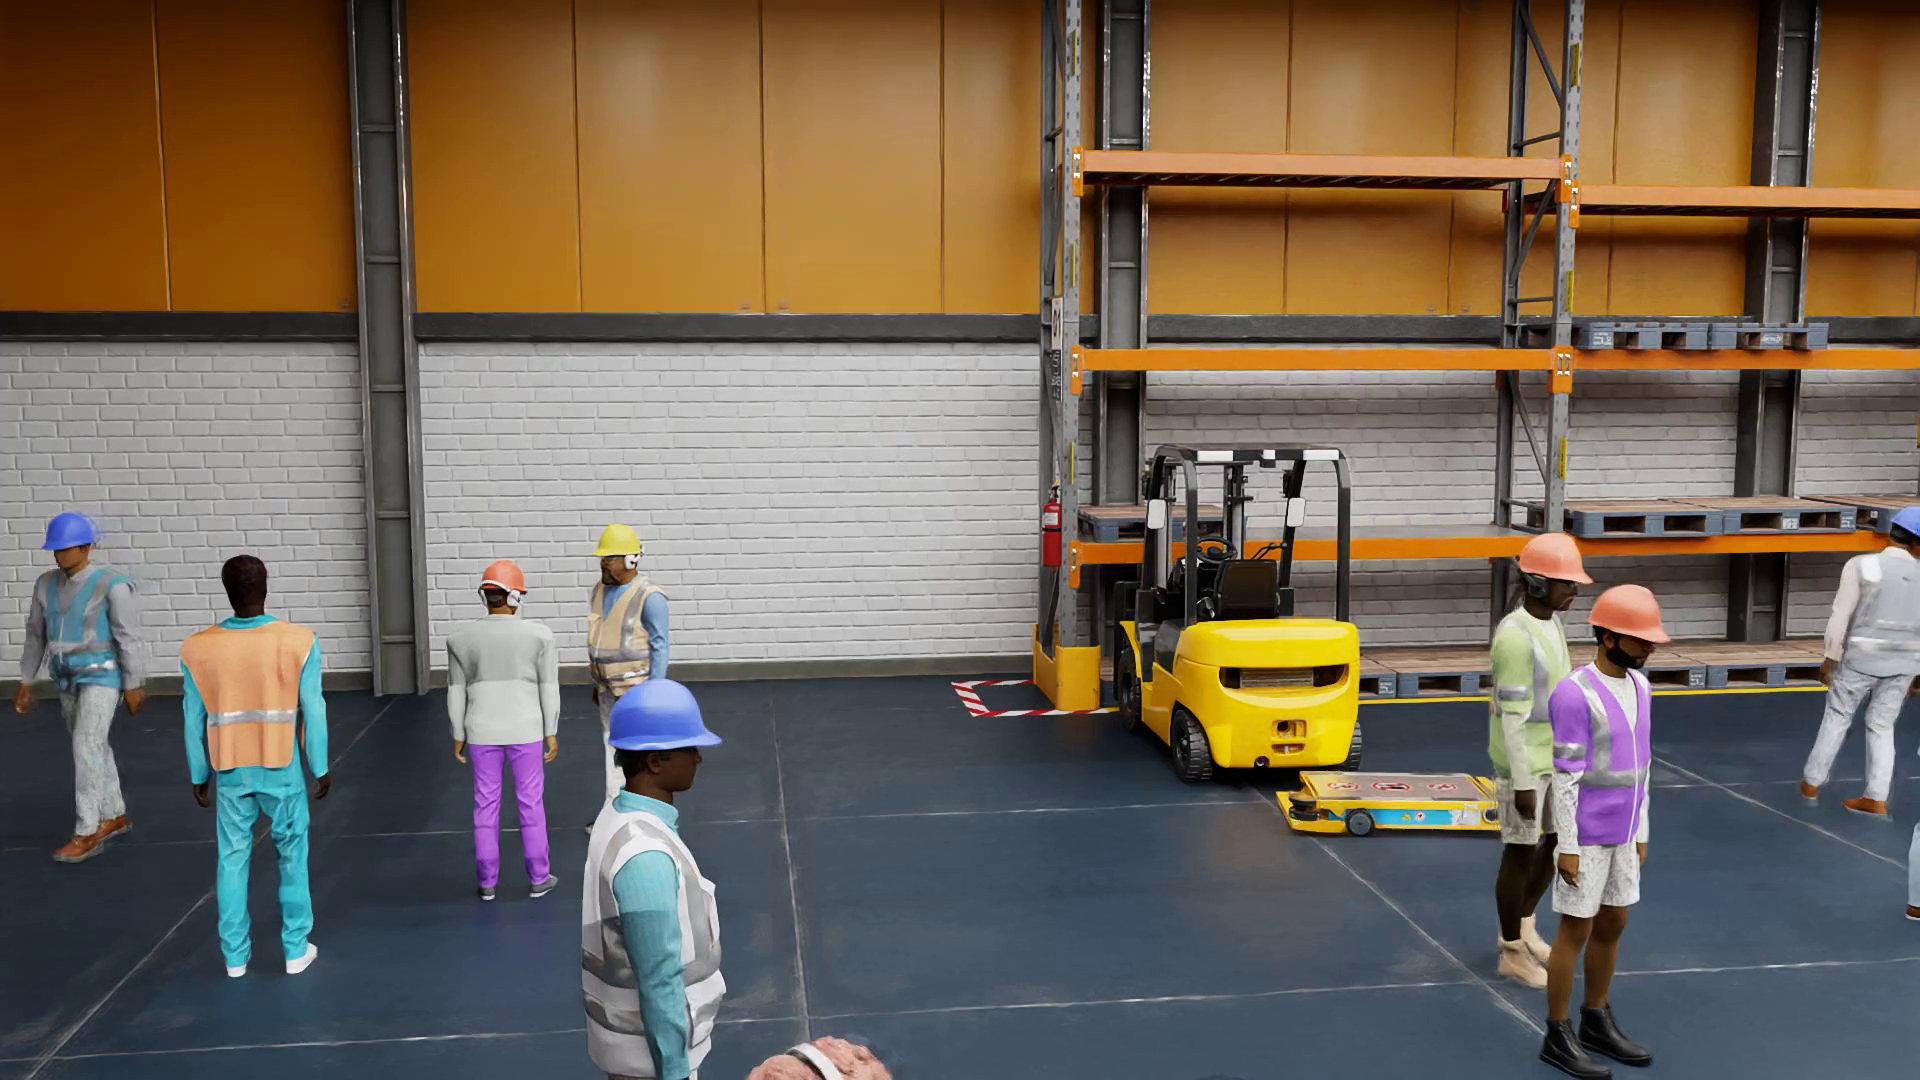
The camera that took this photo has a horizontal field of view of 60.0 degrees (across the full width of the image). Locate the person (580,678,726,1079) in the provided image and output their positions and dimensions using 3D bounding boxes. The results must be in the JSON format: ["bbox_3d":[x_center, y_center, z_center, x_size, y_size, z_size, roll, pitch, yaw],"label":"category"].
[{"bbox_3d":[-0.823,1.339,4.496,0.383,1.949,0.605,-2,7,-19],"label":"person"}]

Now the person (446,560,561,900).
[{"bbox_3d":[-2.340,0.974,8.574,0.565,1.742,0.347,-1,7,-5],"label":"person"}]

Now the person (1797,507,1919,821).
[{"bbox_3d":[5.546,0.728,10.150,0.672,1.883,0.683,0,7,2],"label":"person"}]

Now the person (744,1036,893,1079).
[{"bbox_3d":[-0.061,1.615,2.471,0.676,1.859,0.549,4,8,31],"label":"person"}]

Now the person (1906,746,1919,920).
[{"bbox_3d":[4.785,1.091,8.023,0.280,1.636,0.504,1,7,12],"label":"person"}]

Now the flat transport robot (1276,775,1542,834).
[{"bbox_3d":[2.642,1.555,9.876,1.431,0.197,0.652,0,7,3],"label":"flat transport robot"}]

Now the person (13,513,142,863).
[{"bbox_3d":[-4.963,0.813,9.267,0.636,1.915,0.841,2,7,19],"label":"person"}]

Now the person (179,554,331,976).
[{"bbox_3d":[-3.166,1.019,7.494,0.599,1.907,0.402,-1,7,-12],"label":"person"}]

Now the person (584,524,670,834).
[{"bbox_3d":[-1.929,0.818,9.563,0.591,1.833,0.404,5,8,38],"label":"person"}]

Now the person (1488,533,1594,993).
[{"bbox_3d":[2.548,0.977,7.329,0.399,2.032,0.621,5,8,38],"label":"person"}]

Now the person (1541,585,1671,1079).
[{"bbox_3d":[2.528,1.126,6.480,0.553,1.924,0.390,-4,8,-34],"label":"person"}]

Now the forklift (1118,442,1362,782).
[{"bbox_3d":[1.912,0.418,11.496,1.214,2.155,2.313,-1,7,-8],"label":"forklift"}]
